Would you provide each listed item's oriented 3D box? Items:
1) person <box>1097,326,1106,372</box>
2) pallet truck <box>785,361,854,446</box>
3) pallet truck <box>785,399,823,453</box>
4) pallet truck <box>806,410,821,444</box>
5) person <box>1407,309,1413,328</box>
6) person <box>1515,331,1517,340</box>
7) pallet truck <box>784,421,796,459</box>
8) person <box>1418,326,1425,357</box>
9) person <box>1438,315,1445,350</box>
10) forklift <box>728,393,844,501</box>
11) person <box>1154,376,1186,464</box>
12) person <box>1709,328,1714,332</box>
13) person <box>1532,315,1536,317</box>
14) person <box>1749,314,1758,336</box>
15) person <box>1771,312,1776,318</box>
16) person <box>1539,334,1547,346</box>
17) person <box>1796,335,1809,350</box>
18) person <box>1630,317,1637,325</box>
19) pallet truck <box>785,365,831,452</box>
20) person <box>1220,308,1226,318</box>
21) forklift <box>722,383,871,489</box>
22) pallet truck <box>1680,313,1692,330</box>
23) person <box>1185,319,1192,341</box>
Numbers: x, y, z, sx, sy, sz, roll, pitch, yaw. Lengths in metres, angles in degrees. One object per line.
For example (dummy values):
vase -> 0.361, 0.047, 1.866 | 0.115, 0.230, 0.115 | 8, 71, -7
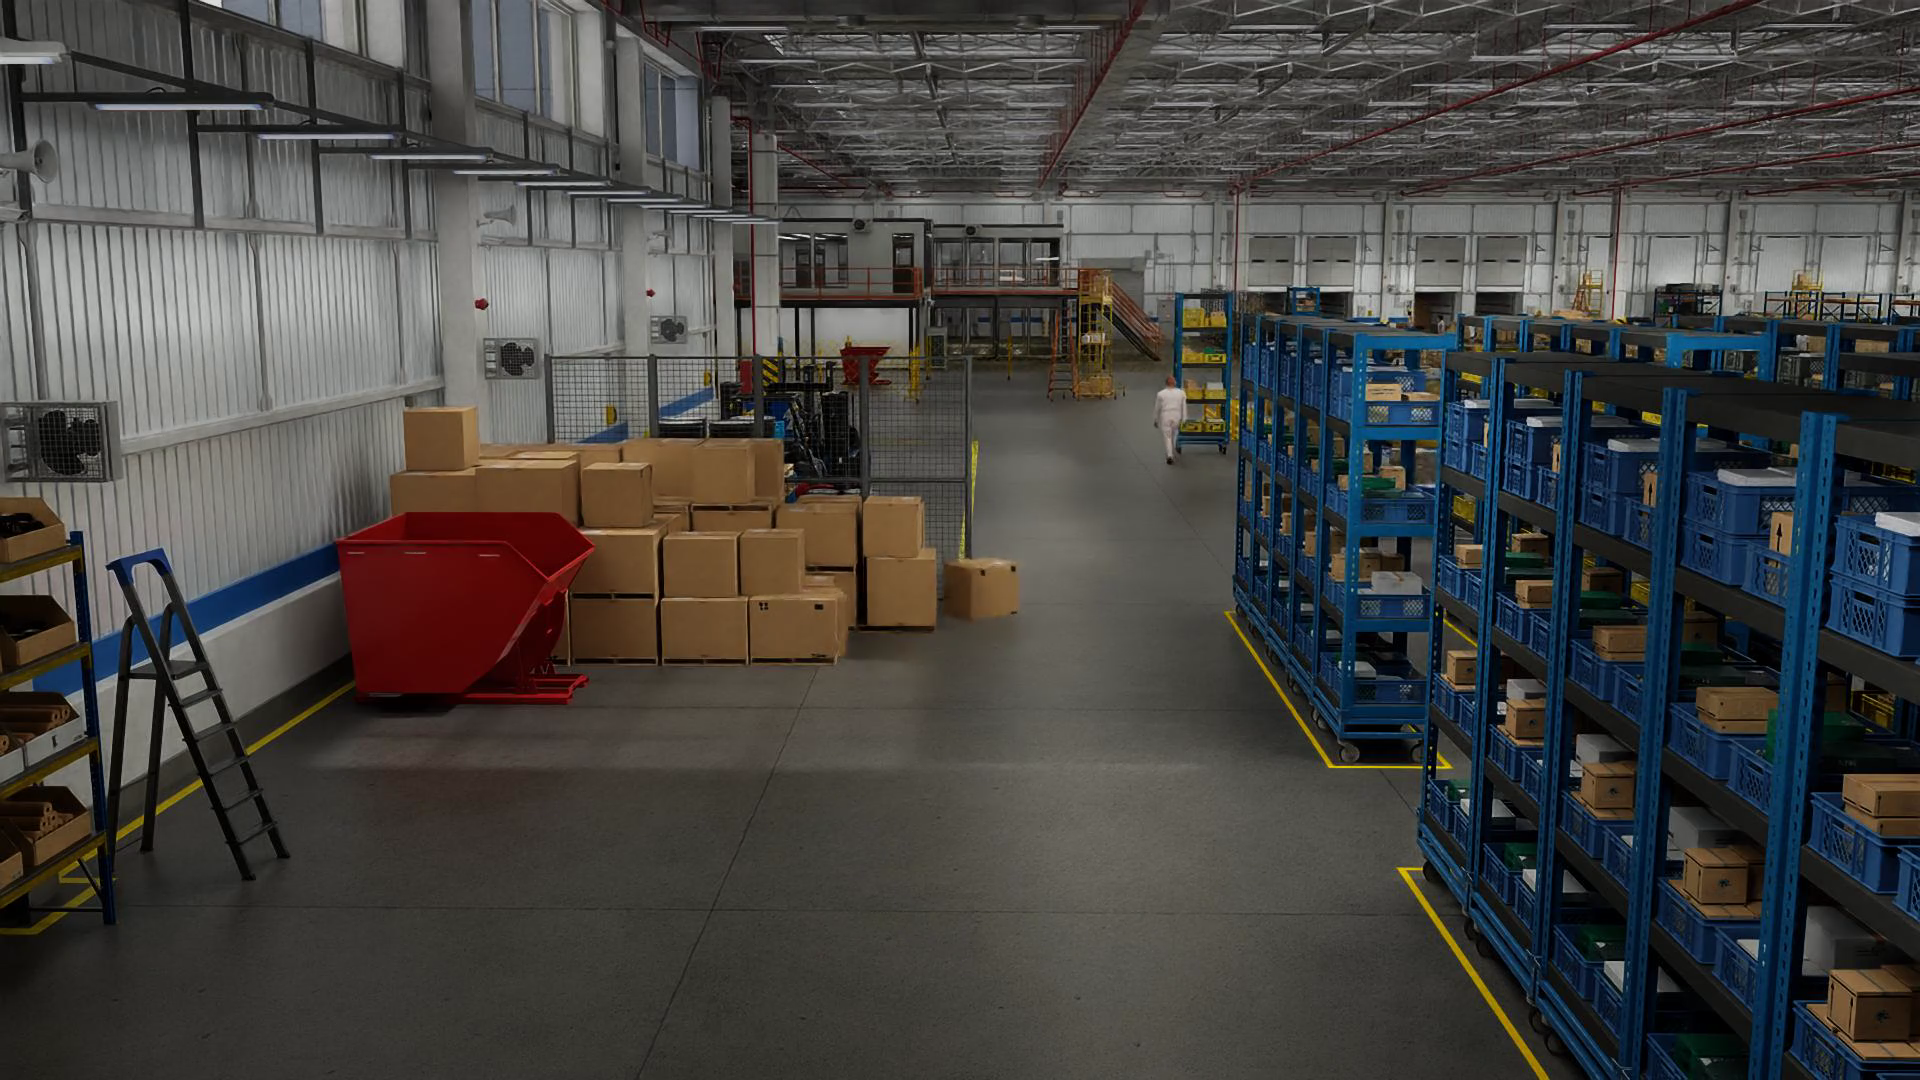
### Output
person -> 5.766, -7.780, 67.785 | 0.351, 1.837, 0.502 | -2, 9, -10
pallet truck -> -3.410, -3.193, 38.978 | 1.885, 1.965, 0.823 | 0, 9, -1
pallet truck -> -3.814, -2.432, 36.419 | 1.630, 1.274, 0.653 | 0, 9, 1
pallet truck -> -3.559, -2.018, 33.905 | 1.522, 1.261, 0.704 | 0, 9, -1
person -> 25.591, -12.172, 94.619 | 0.399, 1.918, 0.588 | 5, 10, 28
person -> 27.046, -9.861, 80.493 | 0.512, 1.874, 0.328 | -7, 12, -38
pallet truck -> -4.013, -1.793, 32.705 | 1.601, 1.201, 0.680 | 0, 9, 1
person -> 18.117, -7.463, 65.467 | 0.489, 1.944, 0.636 | 1, 9, 9
person -> 23.411, -9.972, 80.974 | 0.375, 1.939, 0.628 | 1, 9, 9
forklift -> -2.979, -1.316, 26.476 | 2.680, 1.987, 1.157 | 0, 9, 1
person -> 4.494, -2.568, 35.526 | 0.653, 1.871, 0.959 | -1, 9, -5
person -> 30.765, -7.899, 68.316 | 0.636, 1.890, 0.779 | -6, 11, -33
person -> 29.838, -10.806, 86.483 | 0.437, 1.831, 0.643 | 1, 9, 9
person -> 40.407, -10.575, 84.750 | 0.609, 1.915, 0.416 | -6, 11, -31
person -> 43.889, -11.410, 90.019 | 0.555, 1.901, 0.992 | -5, 10, -26
person -> 22.057, -7.012, 63.310 | 0.654, 1.745, 0.531 | 1, 9, 6
person -> 33.206, -7.453, 65.652 | 0.532, 1.868, 0.310 | 9, 13, 43
person -> 32.725, -9.945, 81.074 | 0.841, 1.846, 0.602 | 7, 12, 38
pallet truck -> -3.774, -2.976, 37.635 | 1.885, 1.965, 0.823 | 1, 9, 5
person -> 15.472, -12.667, 97.699 | 0.650, 1.911, 0.437 | -7, 11, -36
forklift -> -2.893, -1.687, 28.729 | 2.680, 1.987, 1.157 | 0, 9, -1
pallet truck -> 36.315, -10.531, 84.244 | 0.823, 1.965, 1.885 | -6, 11, -33
person -> 13.355, -12.537, 97.154 | 0.465, 1.823, 0.659 | -7, 11, -35
